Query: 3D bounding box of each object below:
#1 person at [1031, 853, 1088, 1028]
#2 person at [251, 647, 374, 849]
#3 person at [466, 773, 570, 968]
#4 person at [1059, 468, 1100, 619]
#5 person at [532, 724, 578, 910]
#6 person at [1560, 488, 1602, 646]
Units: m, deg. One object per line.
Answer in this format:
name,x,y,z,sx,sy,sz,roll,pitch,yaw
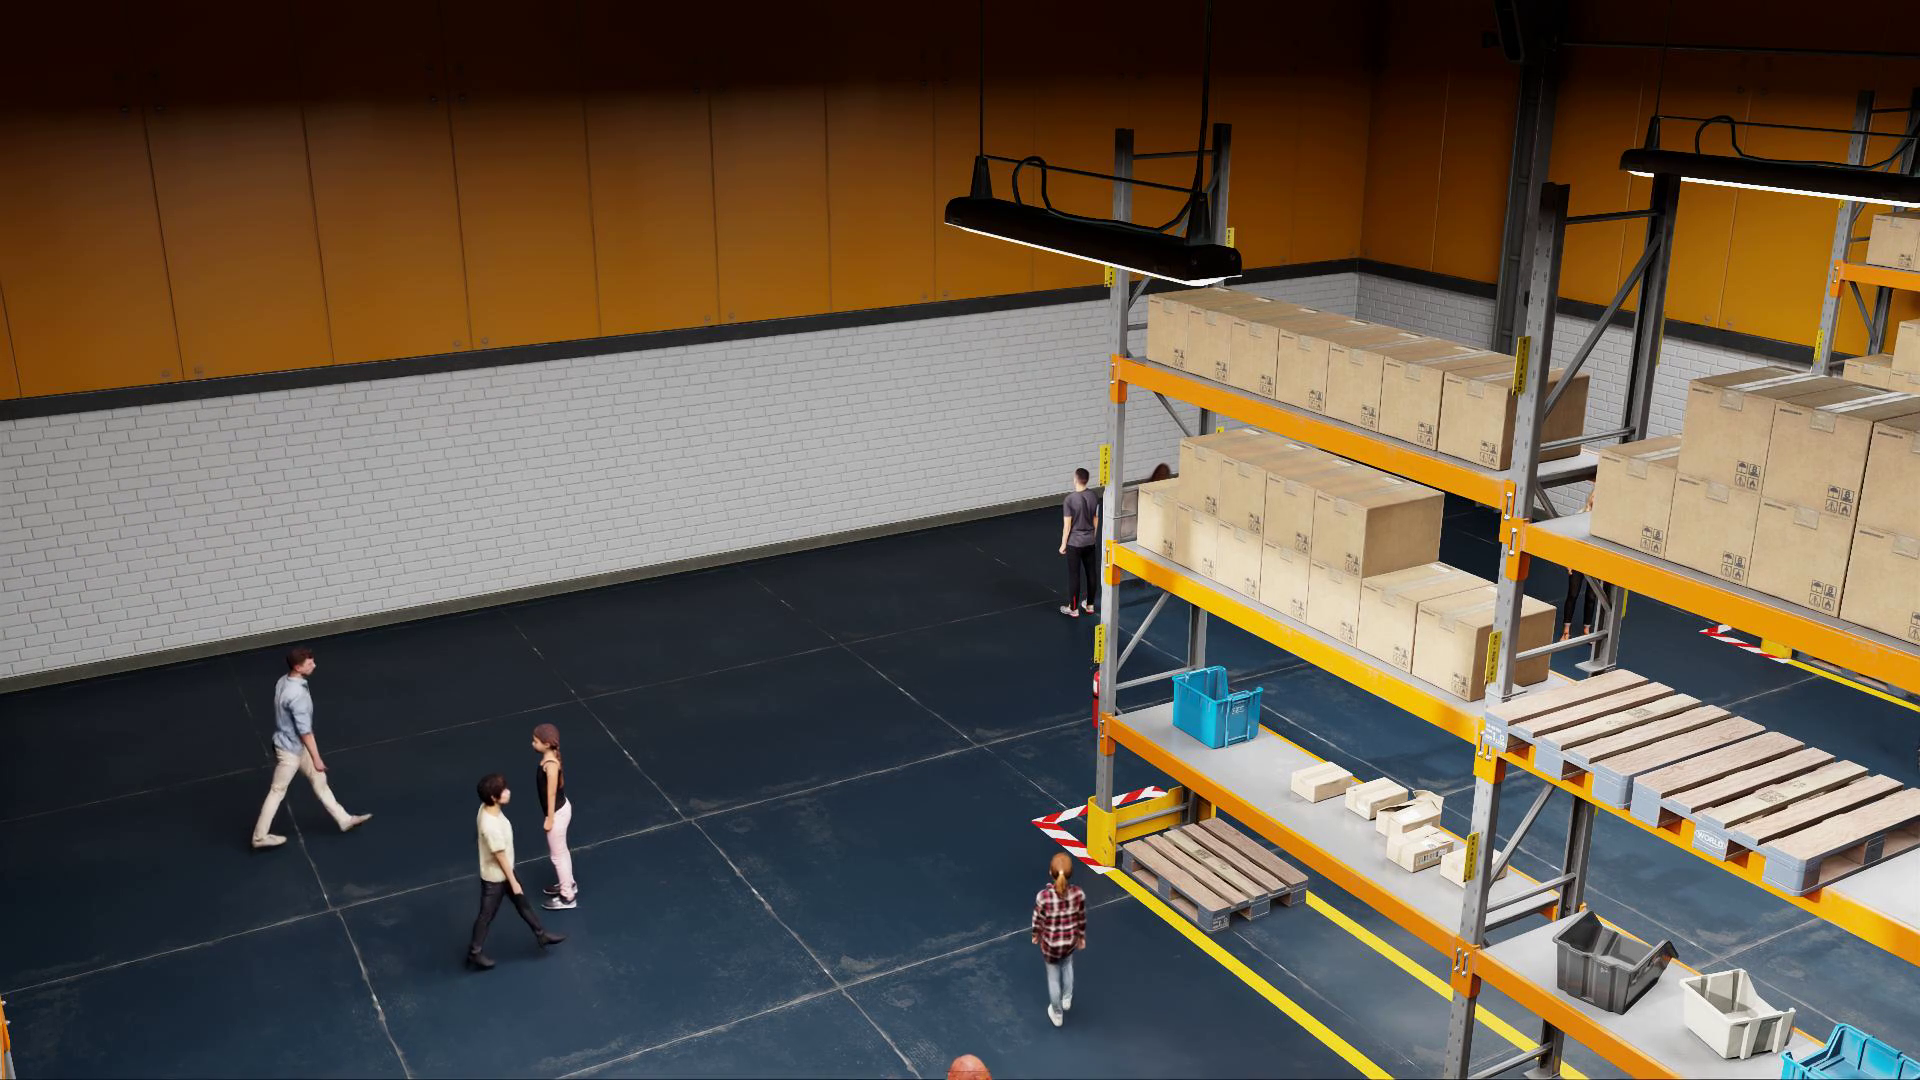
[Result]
person,0.708,2.820,11.632,0.601,1.296,0.652,-5,19,-14
person,-5.702,1.779,13.966,0.822,1.780,1.188,-10,21,-26
person,-3.482,2.477,12.253,0.821,1.551,0.985,-5,19,-15
person,1.398,0.020,19.215,0.629,1.764,0.529,-10,21,-28
person,-3.198,2.165,13.159,0.621,1.563,0.518,-4,19,-12
person,6.949,0.262,18.407,0.690,1.821,0.728,3,19,9
